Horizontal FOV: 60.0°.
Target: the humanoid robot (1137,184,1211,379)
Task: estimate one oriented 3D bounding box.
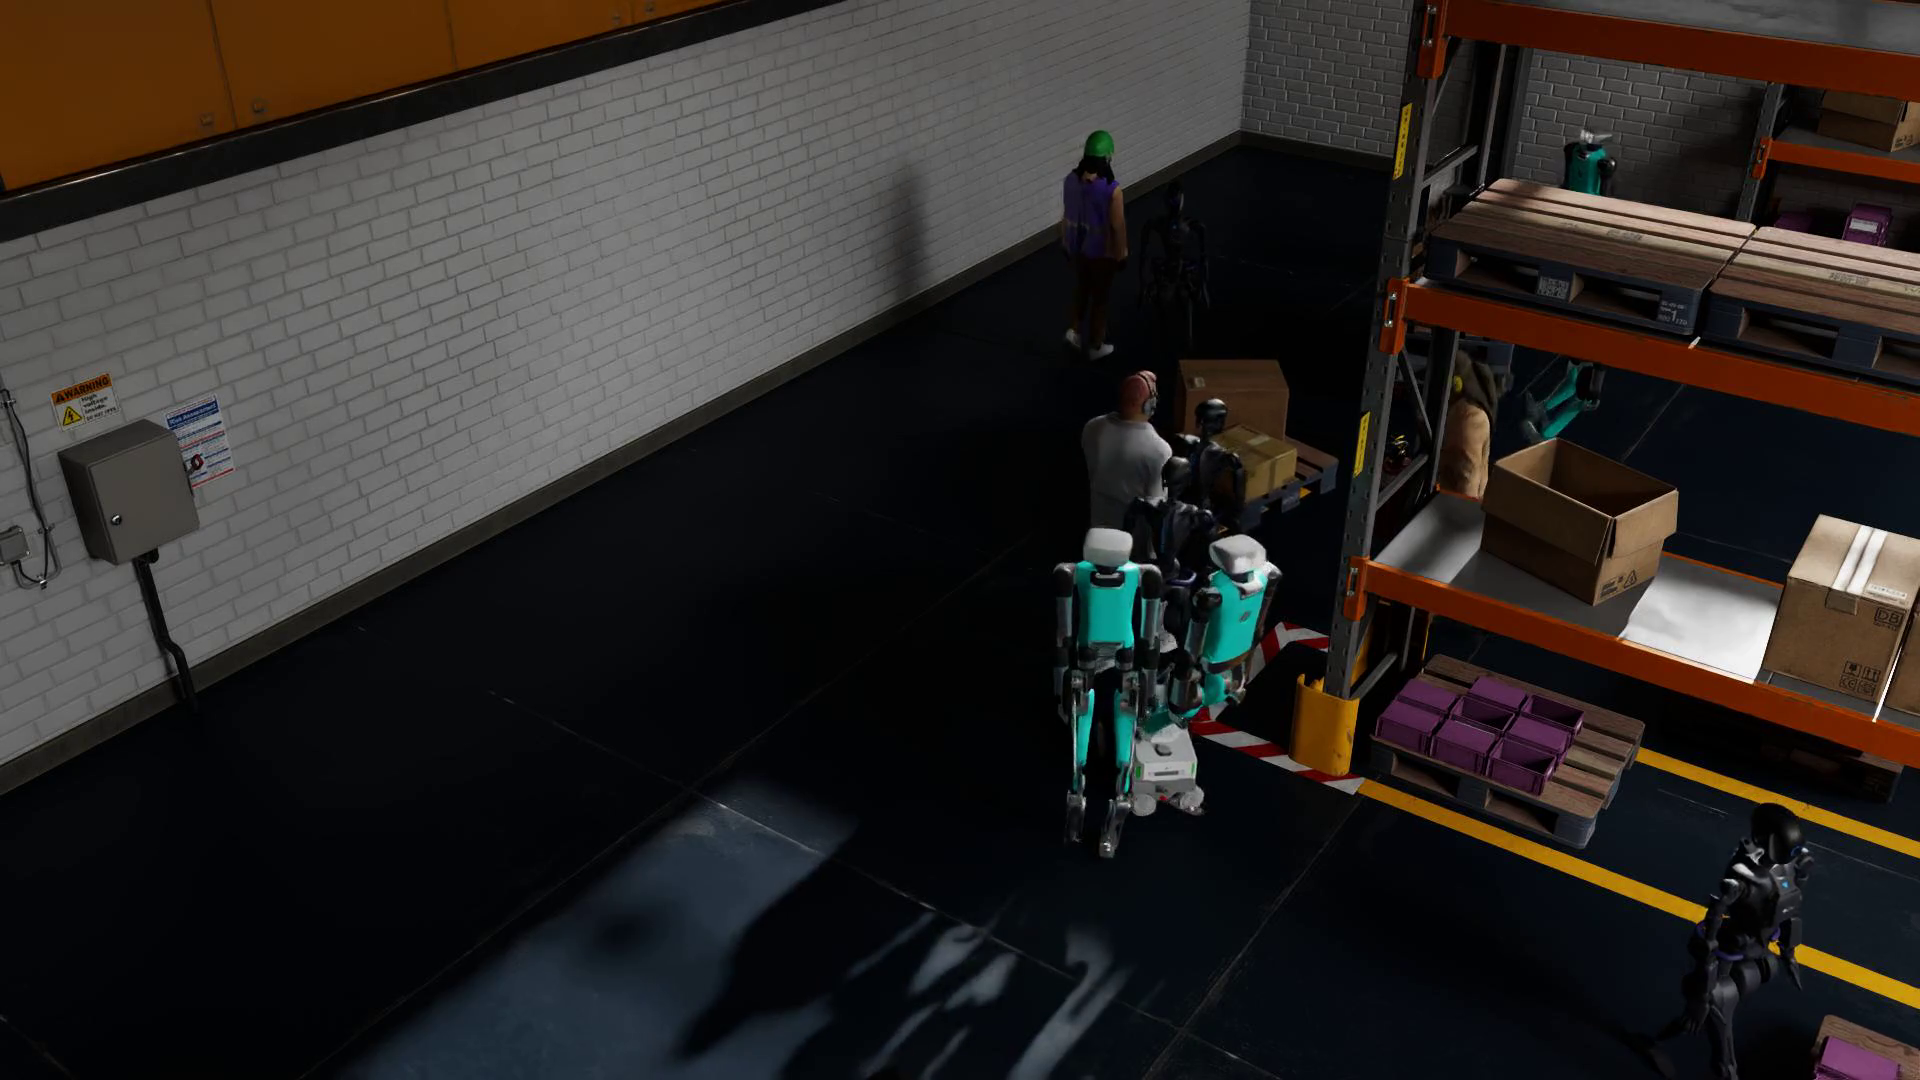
[{"bbox_3d":[1.697,-2.022,13.141,0.587,1.641,0.450,3,30,4],"label":"humanoid robot"}]

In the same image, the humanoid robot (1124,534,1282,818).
[{"bbox_3d":[1.136,0.685,8.434,0.543,1.811,0.834,-20,36,-31],"label":"humanoid robot"}]

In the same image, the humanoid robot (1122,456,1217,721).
[{"bbox_3d":[1.110,0.296,9.121,0.586,1.644,0.318,11,32,18],"label":"humanoid robot"}]

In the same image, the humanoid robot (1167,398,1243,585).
[{"bbox_3d":[1.366,-0.056,9.757,0.615,1.656,0.346,22,36,33],"label":"humanoid robot"}]

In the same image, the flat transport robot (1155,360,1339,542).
[{"bbox_3d":[1.785,-0.319,11.593,1.431,0.231,0.659,-23,37,-34],"label":"flat transport robot"}]

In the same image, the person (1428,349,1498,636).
[{"bbox_3d":[3.000,-0.241,9.875,0.628,1.847,0.610,1,30,2],"label":"person"}]

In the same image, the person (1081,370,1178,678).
[{"bbox_3d":[1.041,-0.117,9.631,0.647,1.873,0.850,25,39,37],"label":"person"}]

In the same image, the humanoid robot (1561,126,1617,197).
[{"bbox_3d":[5.477,-2.680,14.234,0.825,1.785,0.586,-12,32,-20],"label":"humanoid robot"}]

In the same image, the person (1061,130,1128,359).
[{"bbox_3d":[1.096,-2.380,13.510,0.574,1.918,0.470,22,36,33],"label":"person"}]

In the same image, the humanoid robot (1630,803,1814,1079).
[{"bbox_3d":[3.159,1.719,6.697,0.595,1.629,0.787,-15,33,-24],"label":"humanoid robot"}]

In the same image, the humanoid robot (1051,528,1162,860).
[{"bbox_3d":[0.695,0.858,8.084,0.541,1.789,0.712,2,30,4],"label":"humanoid robot"}]

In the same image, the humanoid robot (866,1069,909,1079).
[{"bbox_3d":[-0.240,2.360,5.585,0.611,1.621,0.797,20,36,31],"label":"humanoid robot"}]

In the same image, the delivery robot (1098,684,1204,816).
[{"bbox_3d":[1.039,1.087,8.888,0.523,0.614,0.785,-2,30,-4],"label":"delivery robot"}]

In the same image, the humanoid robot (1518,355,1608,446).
[{"bbox_3d":[4.159,-1.105,11.507,0.655,1.817,0.551,2,30,4],"label":"humanoid robot"}]
